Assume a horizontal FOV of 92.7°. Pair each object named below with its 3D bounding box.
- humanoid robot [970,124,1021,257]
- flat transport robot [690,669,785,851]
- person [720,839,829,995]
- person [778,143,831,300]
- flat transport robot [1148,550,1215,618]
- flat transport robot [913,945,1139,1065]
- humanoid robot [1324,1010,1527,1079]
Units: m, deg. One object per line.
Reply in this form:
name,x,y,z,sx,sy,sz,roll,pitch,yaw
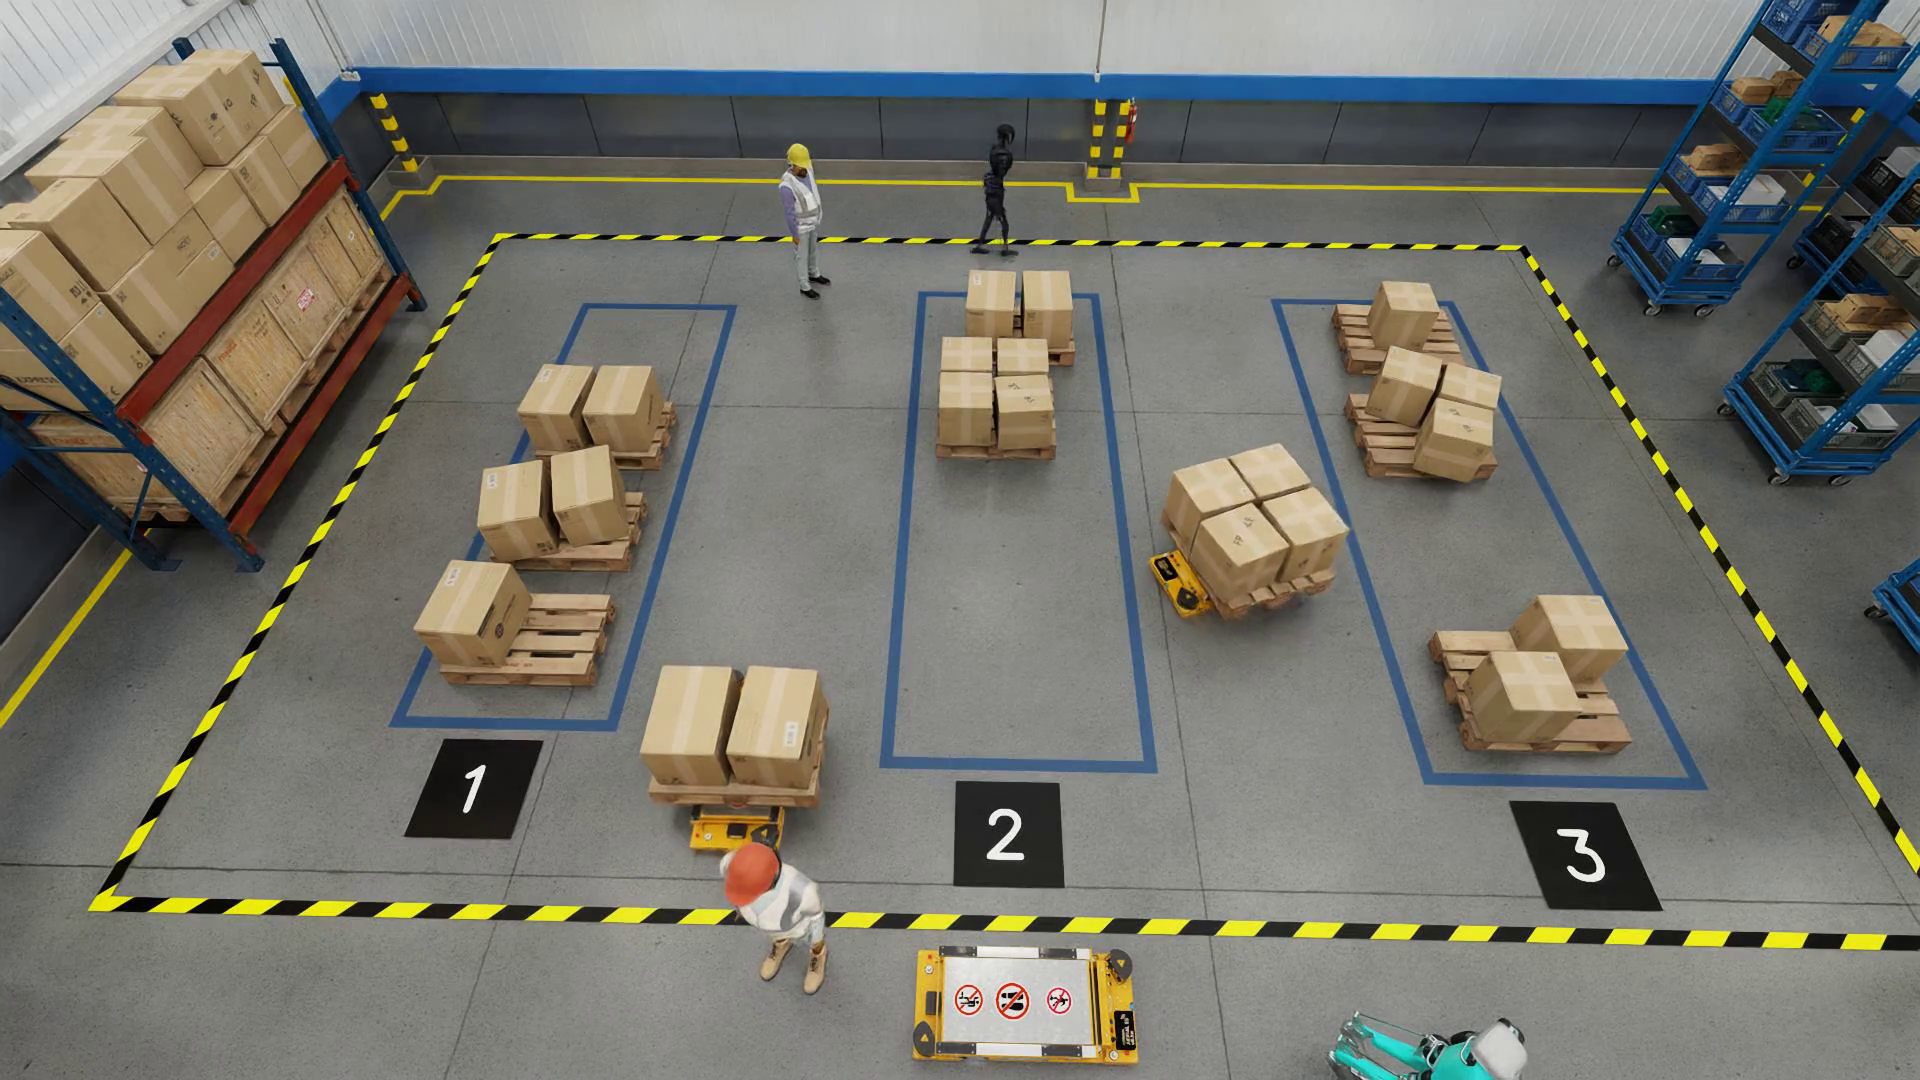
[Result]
humanoid robot,0.443,-4.159,10.984,0.630,1.632,0.610,-3,51,-3
flat transport robot,-1.635,1.671,7.105,0.652,0.197,1.431,1,51,1
person,-1.089,2.273,5.489,0.604,2.045,0.380,15,52,12
person,-1.759,-3.635,10.446,0.404,1.823,0.590,17,53,13
flat transport robot,2.507,0.206,8.300,1.431,0.197,0.652,-15,52,-12
flat transport robot,0.422,3.041,6.007,1.431,0.231,0.659,1,51,1
humanoid robot,2.452,2.858,5.125,0.533,1.672,0.735,-37,60,-26
